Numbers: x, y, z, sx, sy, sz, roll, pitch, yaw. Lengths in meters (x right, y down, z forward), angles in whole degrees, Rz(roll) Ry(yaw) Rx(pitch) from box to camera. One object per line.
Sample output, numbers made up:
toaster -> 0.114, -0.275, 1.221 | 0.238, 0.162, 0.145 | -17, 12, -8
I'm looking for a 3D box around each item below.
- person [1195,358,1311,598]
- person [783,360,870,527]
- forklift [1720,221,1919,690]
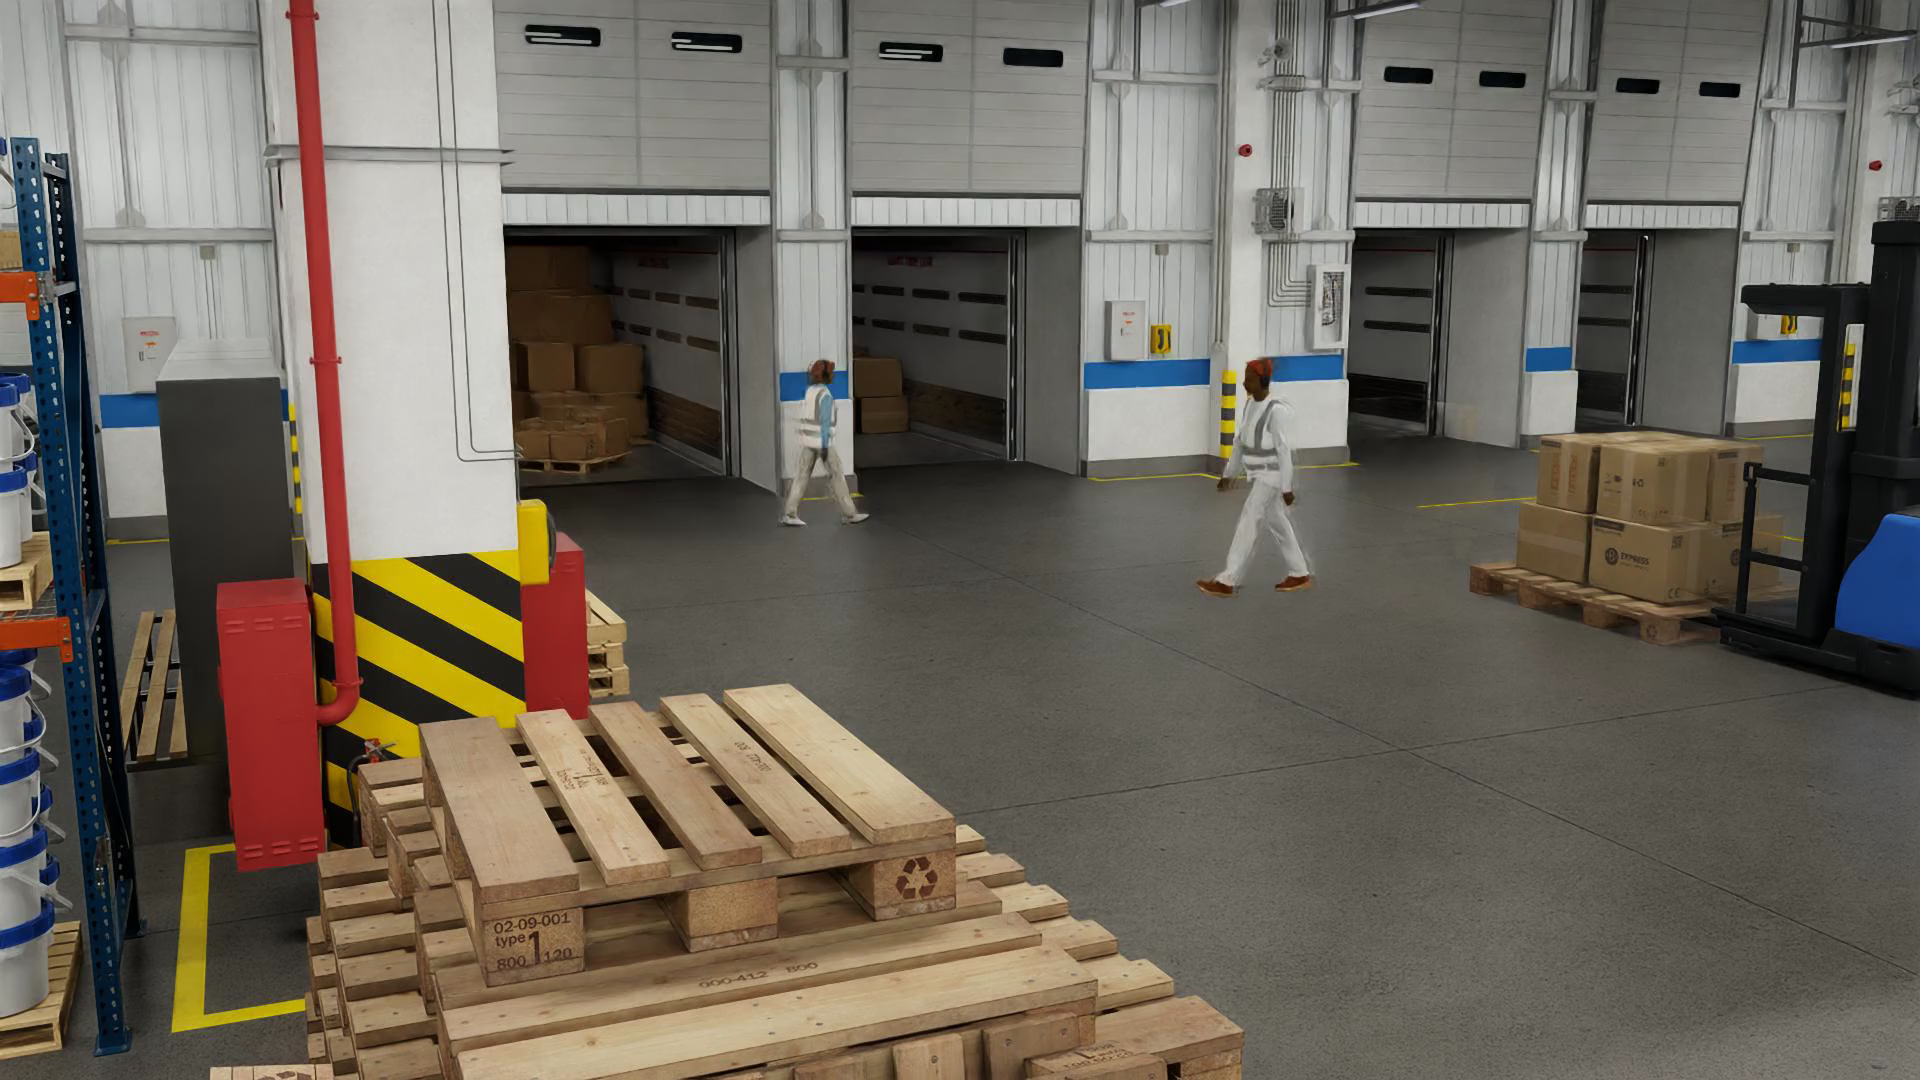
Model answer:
person -> 2.305, -0.471, 12.700 | 0.983, 1.837, 0.583 | -1, 10, -8
person -> -1.313, -0.910, 15.761 | 0.866, 1.588, 0.519 | -6, 12, -29
forklift -> 5.949, -0.550, 10.218 | 1.129, 2.768, 1.873 | -4, 11, -23
